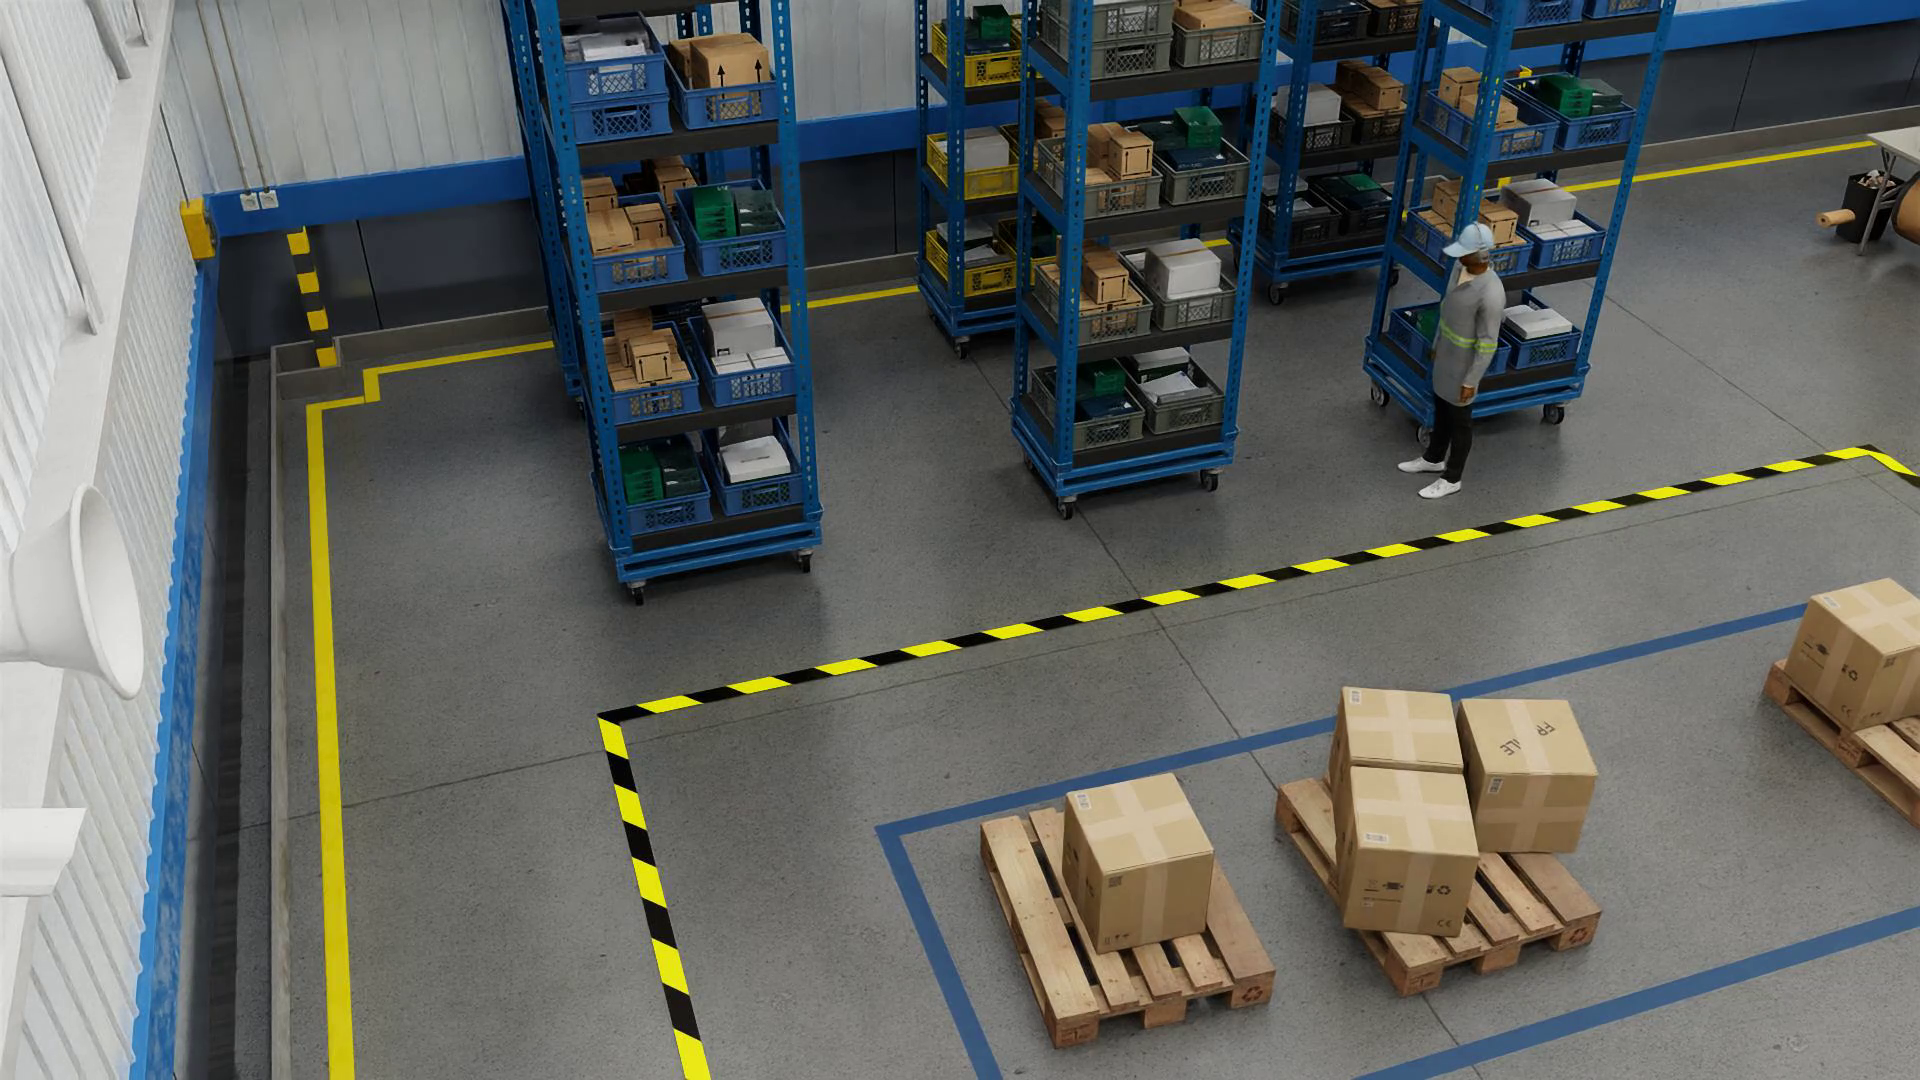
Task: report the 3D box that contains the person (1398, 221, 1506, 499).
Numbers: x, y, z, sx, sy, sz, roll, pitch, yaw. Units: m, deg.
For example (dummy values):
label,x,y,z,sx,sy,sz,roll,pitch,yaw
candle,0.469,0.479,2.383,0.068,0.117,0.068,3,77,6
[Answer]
label,x,y,z,sx,sy,sz,roll,pitch,yaw
person,3.047,-1.111,10.260,0.395,1.849,0.587,-5,36,-7
